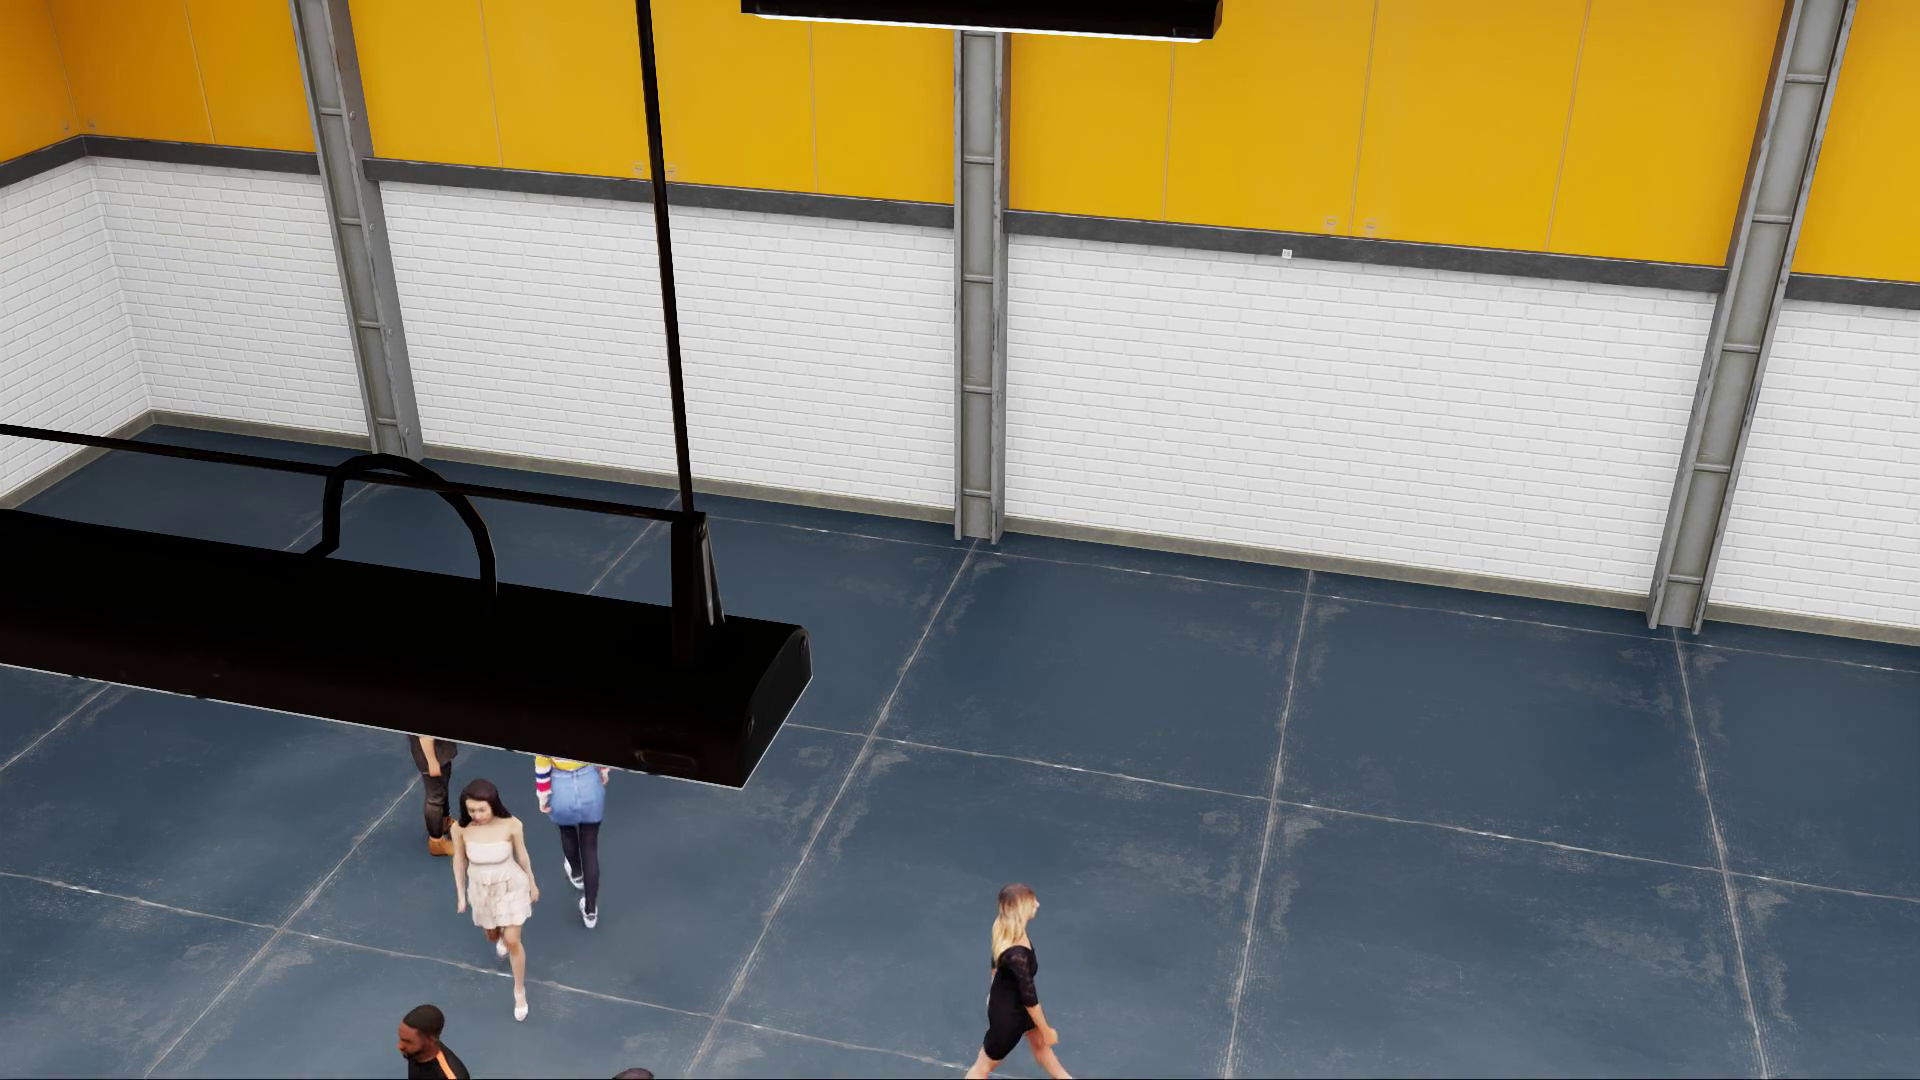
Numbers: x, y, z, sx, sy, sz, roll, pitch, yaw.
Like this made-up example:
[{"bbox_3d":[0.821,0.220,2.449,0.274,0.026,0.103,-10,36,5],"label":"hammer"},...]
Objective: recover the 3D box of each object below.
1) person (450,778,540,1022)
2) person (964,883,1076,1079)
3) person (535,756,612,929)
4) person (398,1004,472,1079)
[{"bbox_3d":[-2.687,2.016,9.730,0.911,1.708,0.869,-2,29,-4],"label":"person"},{"bbox_3d":[0.187,2.542,8.852,1.137,1.625,0.805,-2,29,-4],"label":"person"},{"bbox_3d":[-2.368,1.639,10.359,0.984,1.766,1.008,-12,31,-20],"label":"person"},{"bbox_3d":[-2.412,2.909,7.993,0.857,1.802,0.899,24,37,37],"label":"person"}]
